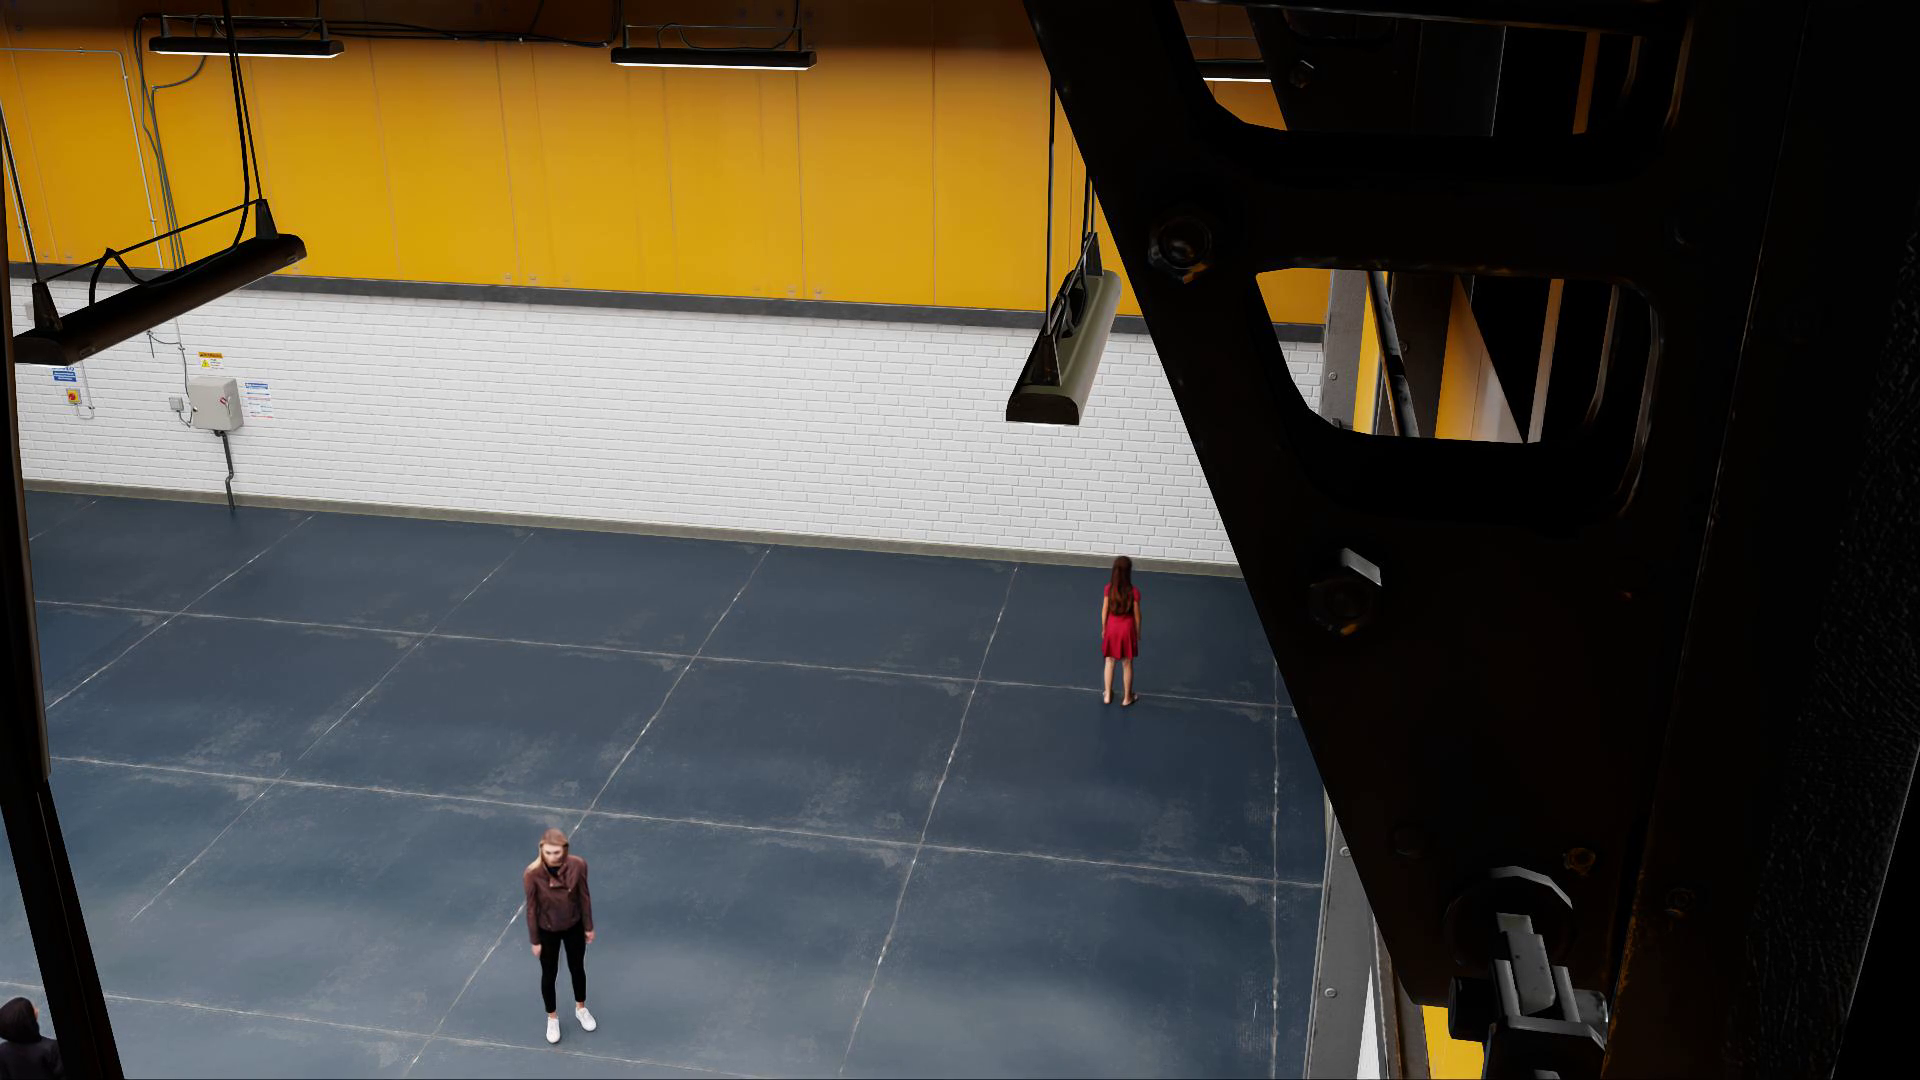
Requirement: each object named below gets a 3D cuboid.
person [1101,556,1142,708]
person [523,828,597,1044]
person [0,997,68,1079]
[{"bbox_3d":[1.568,0.884,16.262,0.571,1.552,0.627,7,25,16],"label":"person"},{"bbox_3d":[-2.832,2.756,11.790,0.678,1.705,0.696,-10,26,-22],"label":"person"},{"bbox_3d":[-5.550,3.488,10.118,0.625,1.701,0.617,-2,24,-5],"label":"person"}]
